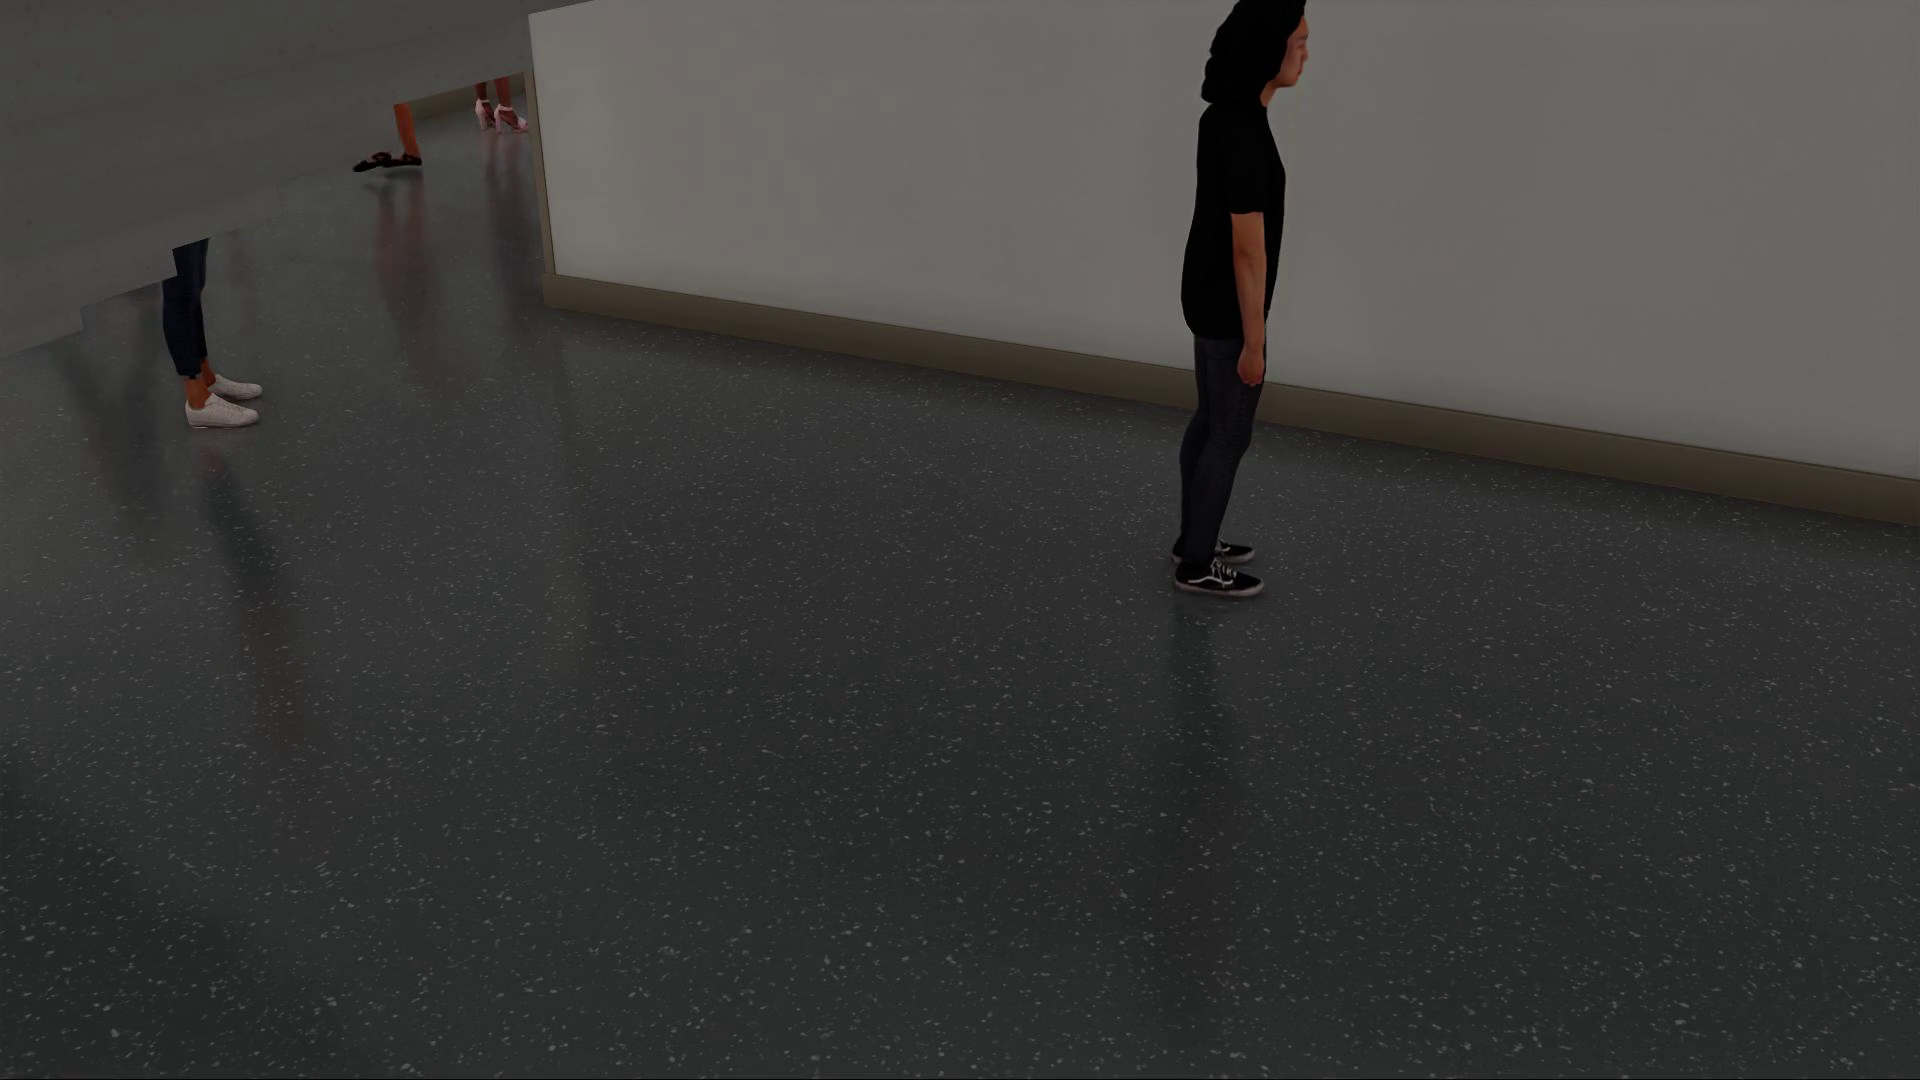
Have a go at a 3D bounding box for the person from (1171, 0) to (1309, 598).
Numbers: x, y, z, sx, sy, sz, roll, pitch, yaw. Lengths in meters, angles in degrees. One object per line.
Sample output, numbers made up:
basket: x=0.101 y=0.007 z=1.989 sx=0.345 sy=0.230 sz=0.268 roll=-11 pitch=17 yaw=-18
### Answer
person: x=0.784 y=-0.704 z=4.928 sx=0.705 sy=1.824 sz=0.710 roll=-2 pitch=26 yaw=-3
